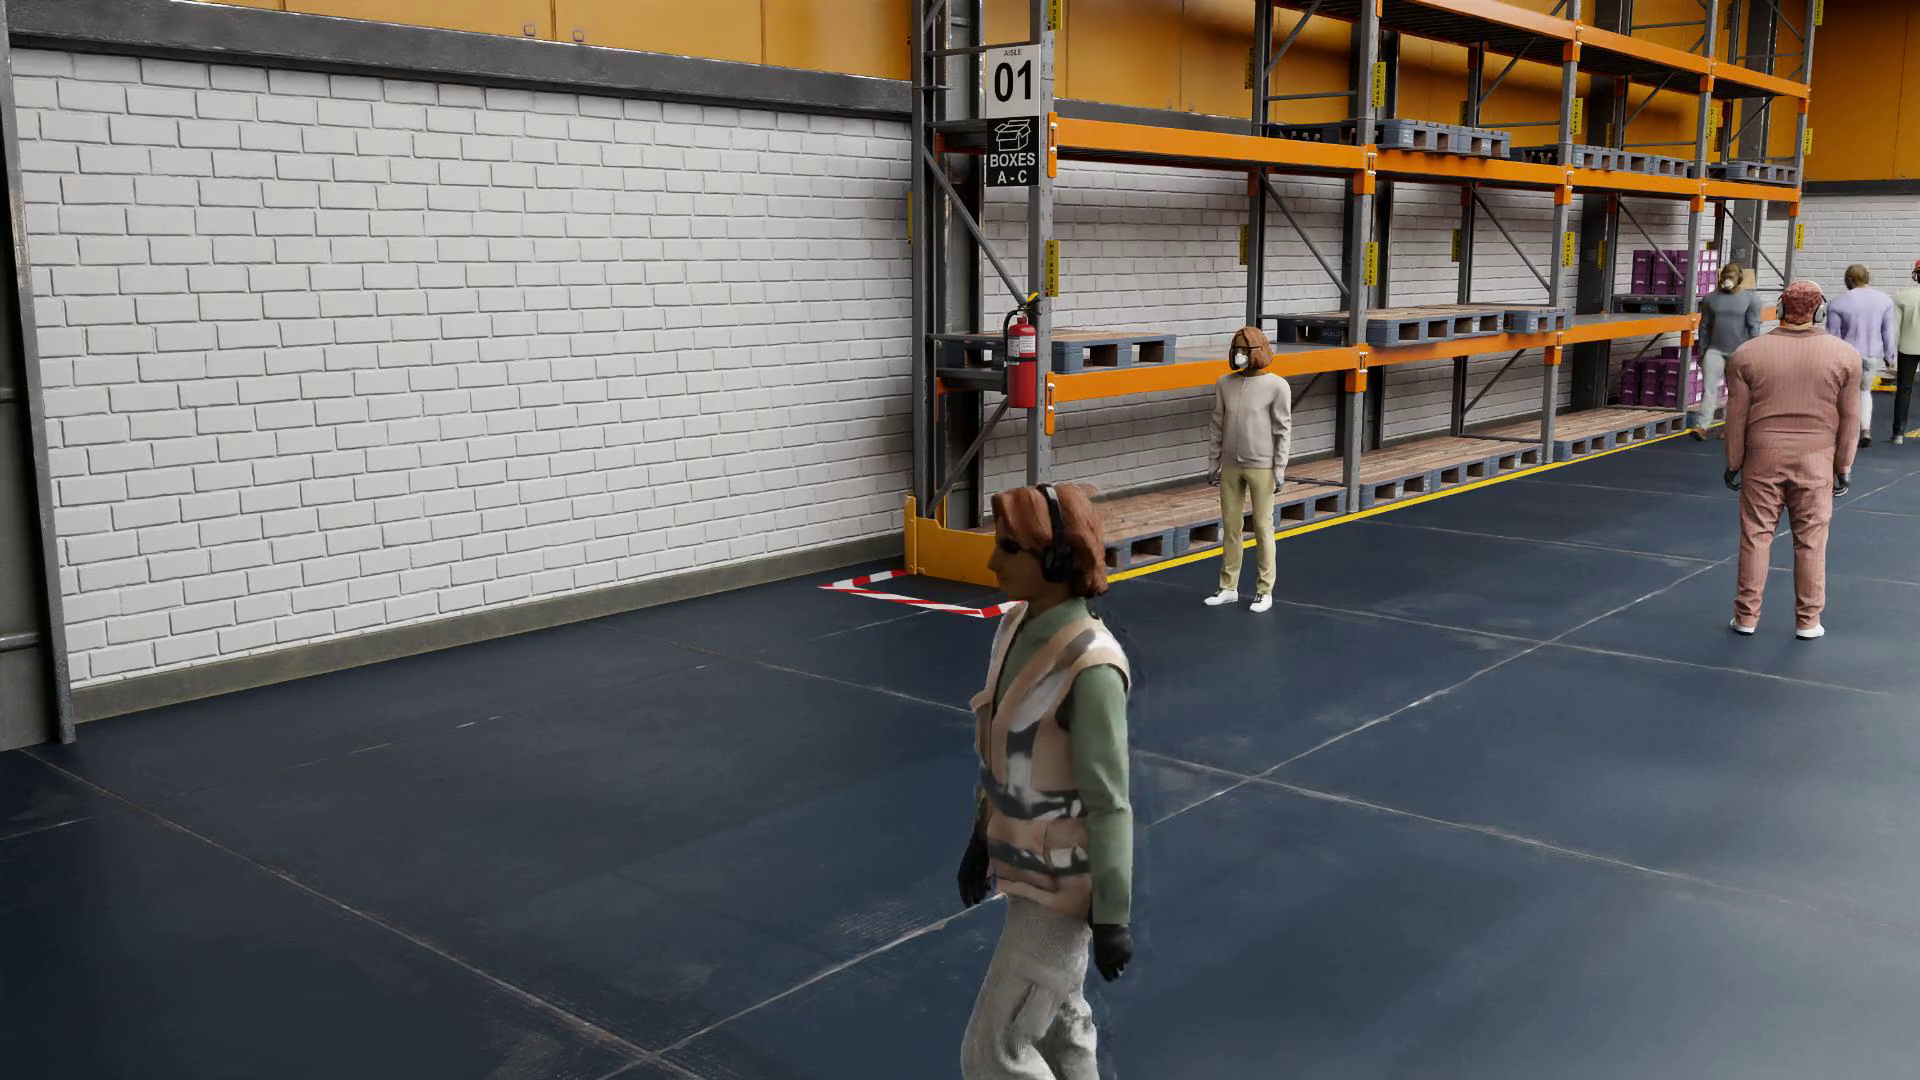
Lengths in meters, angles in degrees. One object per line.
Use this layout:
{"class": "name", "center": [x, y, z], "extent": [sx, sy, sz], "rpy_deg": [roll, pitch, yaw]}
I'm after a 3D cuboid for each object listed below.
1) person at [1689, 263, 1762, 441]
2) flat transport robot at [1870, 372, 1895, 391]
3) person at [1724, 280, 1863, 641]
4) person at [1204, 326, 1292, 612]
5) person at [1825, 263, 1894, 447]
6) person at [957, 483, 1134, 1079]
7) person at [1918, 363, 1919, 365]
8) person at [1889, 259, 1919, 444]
{"class": "person", "center": [8.166, -1.987, 17.790], "extent": [0.661, 1.897, 0.957], "rpy_deg": [9, 13, 40]}
{"class": "flat transport robot", "center": [13.333, -2.347, 24.477], "extent": [0.652, 0.197, 1.431], "rpy_deg": [4, 11, 24]}
{"class": "person", "center": [4.406, -0.418, 8.845], "extent": [0.641, 1.908, 0.407], "rpy_deg": [5, 11, 25]}
{"class": "person", "center": [1.649, -0.407, 9.555], "extent": [0.507, 1.633, 0.276], "rpy_deg": [8, 13, 39]}
{"class": "person", "center": [9.191, -1.871, 17.073], "extent": [0.649, 1.916, 0.429], "rpy_deg": [1, 10, 6]}
{"class": "person", "center": [0.151, 0.690, 3.329], "extent": [0.383, 1.623, 0.527], "rpy_deg": [-2, 10, -11]}
{"class": "person", "center": [11.855, -2.241, 20.124], "extent": [0.493, 1.592, 0.821], "rpy_deg": [3, 10, 15]}
{"class": "person", "center": [10.173, -2.000, 17.627], "extent": [0.608, 1.984, 0.397], "rpy_deg": [6, 12, 30]}
